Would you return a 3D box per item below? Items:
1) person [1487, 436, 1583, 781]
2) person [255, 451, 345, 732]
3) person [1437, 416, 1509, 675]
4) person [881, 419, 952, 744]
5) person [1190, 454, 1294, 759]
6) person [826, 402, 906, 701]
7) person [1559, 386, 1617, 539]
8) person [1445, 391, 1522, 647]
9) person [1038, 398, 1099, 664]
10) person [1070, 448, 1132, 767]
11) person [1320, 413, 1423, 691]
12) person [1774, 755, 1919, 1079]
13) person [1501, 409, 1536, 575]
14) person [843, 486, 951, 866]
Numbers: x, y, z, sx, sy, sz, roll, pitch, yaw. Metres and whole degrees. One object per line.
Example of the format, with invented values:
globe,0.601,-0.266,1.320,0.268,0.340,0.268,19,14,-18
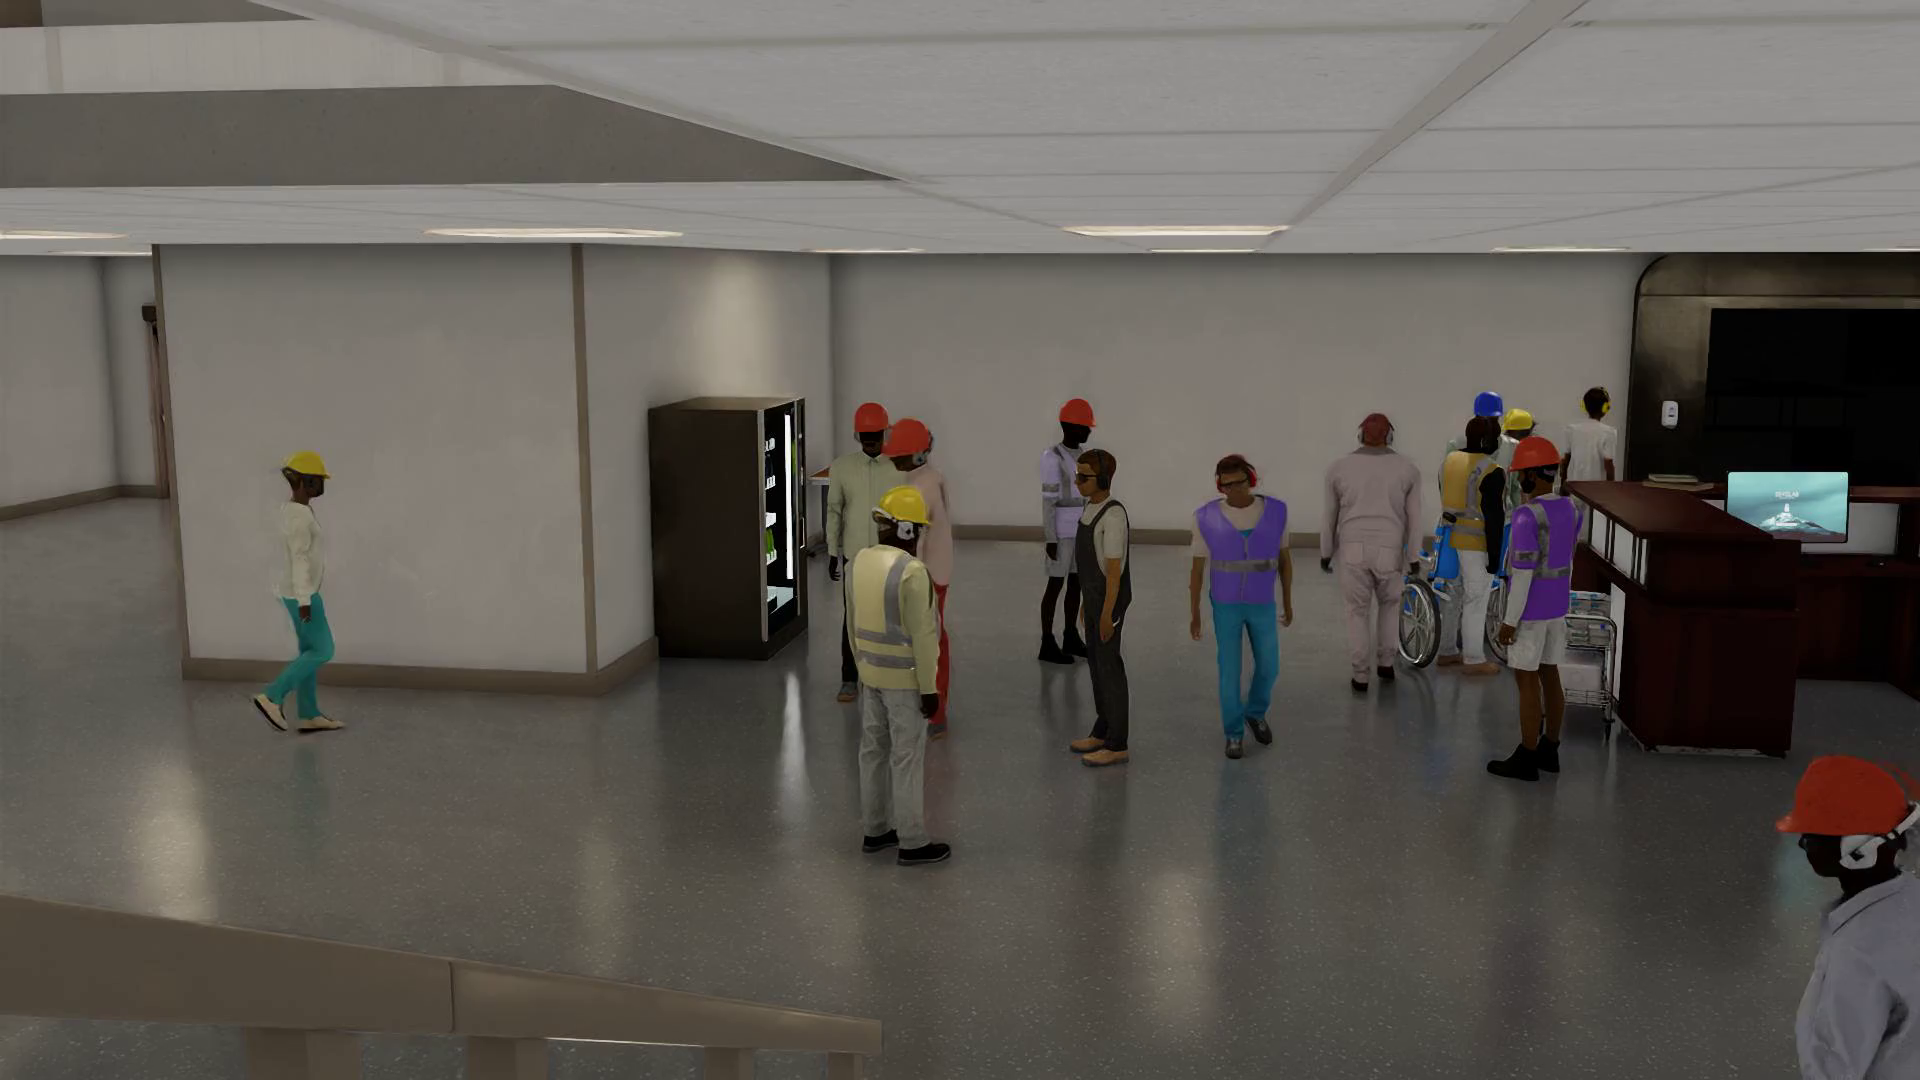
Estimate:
person,3.208,0.382,9.323,0.543,1.932,0.370,-7,12,-39
person,-4.036,0.332,10.179,0.437,1.746,0.556,-3,10,-21
person,3.631,0.038,11.761,0.429,1.835,0.628,-4,10,-21
person,-0.236,0.233,10.196,0.388,1.954,0.722,2,9,12
person,1.636,0.380,9.727,0.626,1.805,0.613,0,9,-2
person,-0.572,0.083,10.970,0.621,1.992,0.397,0,9,-2
person,5.482,-0.424,14.572,0.797,1.847,0.534,-7,12,-37
person,3.942,-0.153,12.566,0.614,1.946,0.390,-1,9,-4
person,0.814,-0.067,12.113,0.389,1.928,0.550,8,12,40
person,0.811,0.382,9.614,0.342,1.838,0.507,-2,9,-11
person,2.802,0.071,11.369,0.667,1.879,0.606,2,9,12
person,2.054,1.351,3.979,0.755,1.714,0.582,6,11,34
person,4.437,-0.171,13.290,0.347,1.758,0.558,3,10,19
person,-0.294,0.649,8.017,0.403,1.822,0.586,-8,12,-40
